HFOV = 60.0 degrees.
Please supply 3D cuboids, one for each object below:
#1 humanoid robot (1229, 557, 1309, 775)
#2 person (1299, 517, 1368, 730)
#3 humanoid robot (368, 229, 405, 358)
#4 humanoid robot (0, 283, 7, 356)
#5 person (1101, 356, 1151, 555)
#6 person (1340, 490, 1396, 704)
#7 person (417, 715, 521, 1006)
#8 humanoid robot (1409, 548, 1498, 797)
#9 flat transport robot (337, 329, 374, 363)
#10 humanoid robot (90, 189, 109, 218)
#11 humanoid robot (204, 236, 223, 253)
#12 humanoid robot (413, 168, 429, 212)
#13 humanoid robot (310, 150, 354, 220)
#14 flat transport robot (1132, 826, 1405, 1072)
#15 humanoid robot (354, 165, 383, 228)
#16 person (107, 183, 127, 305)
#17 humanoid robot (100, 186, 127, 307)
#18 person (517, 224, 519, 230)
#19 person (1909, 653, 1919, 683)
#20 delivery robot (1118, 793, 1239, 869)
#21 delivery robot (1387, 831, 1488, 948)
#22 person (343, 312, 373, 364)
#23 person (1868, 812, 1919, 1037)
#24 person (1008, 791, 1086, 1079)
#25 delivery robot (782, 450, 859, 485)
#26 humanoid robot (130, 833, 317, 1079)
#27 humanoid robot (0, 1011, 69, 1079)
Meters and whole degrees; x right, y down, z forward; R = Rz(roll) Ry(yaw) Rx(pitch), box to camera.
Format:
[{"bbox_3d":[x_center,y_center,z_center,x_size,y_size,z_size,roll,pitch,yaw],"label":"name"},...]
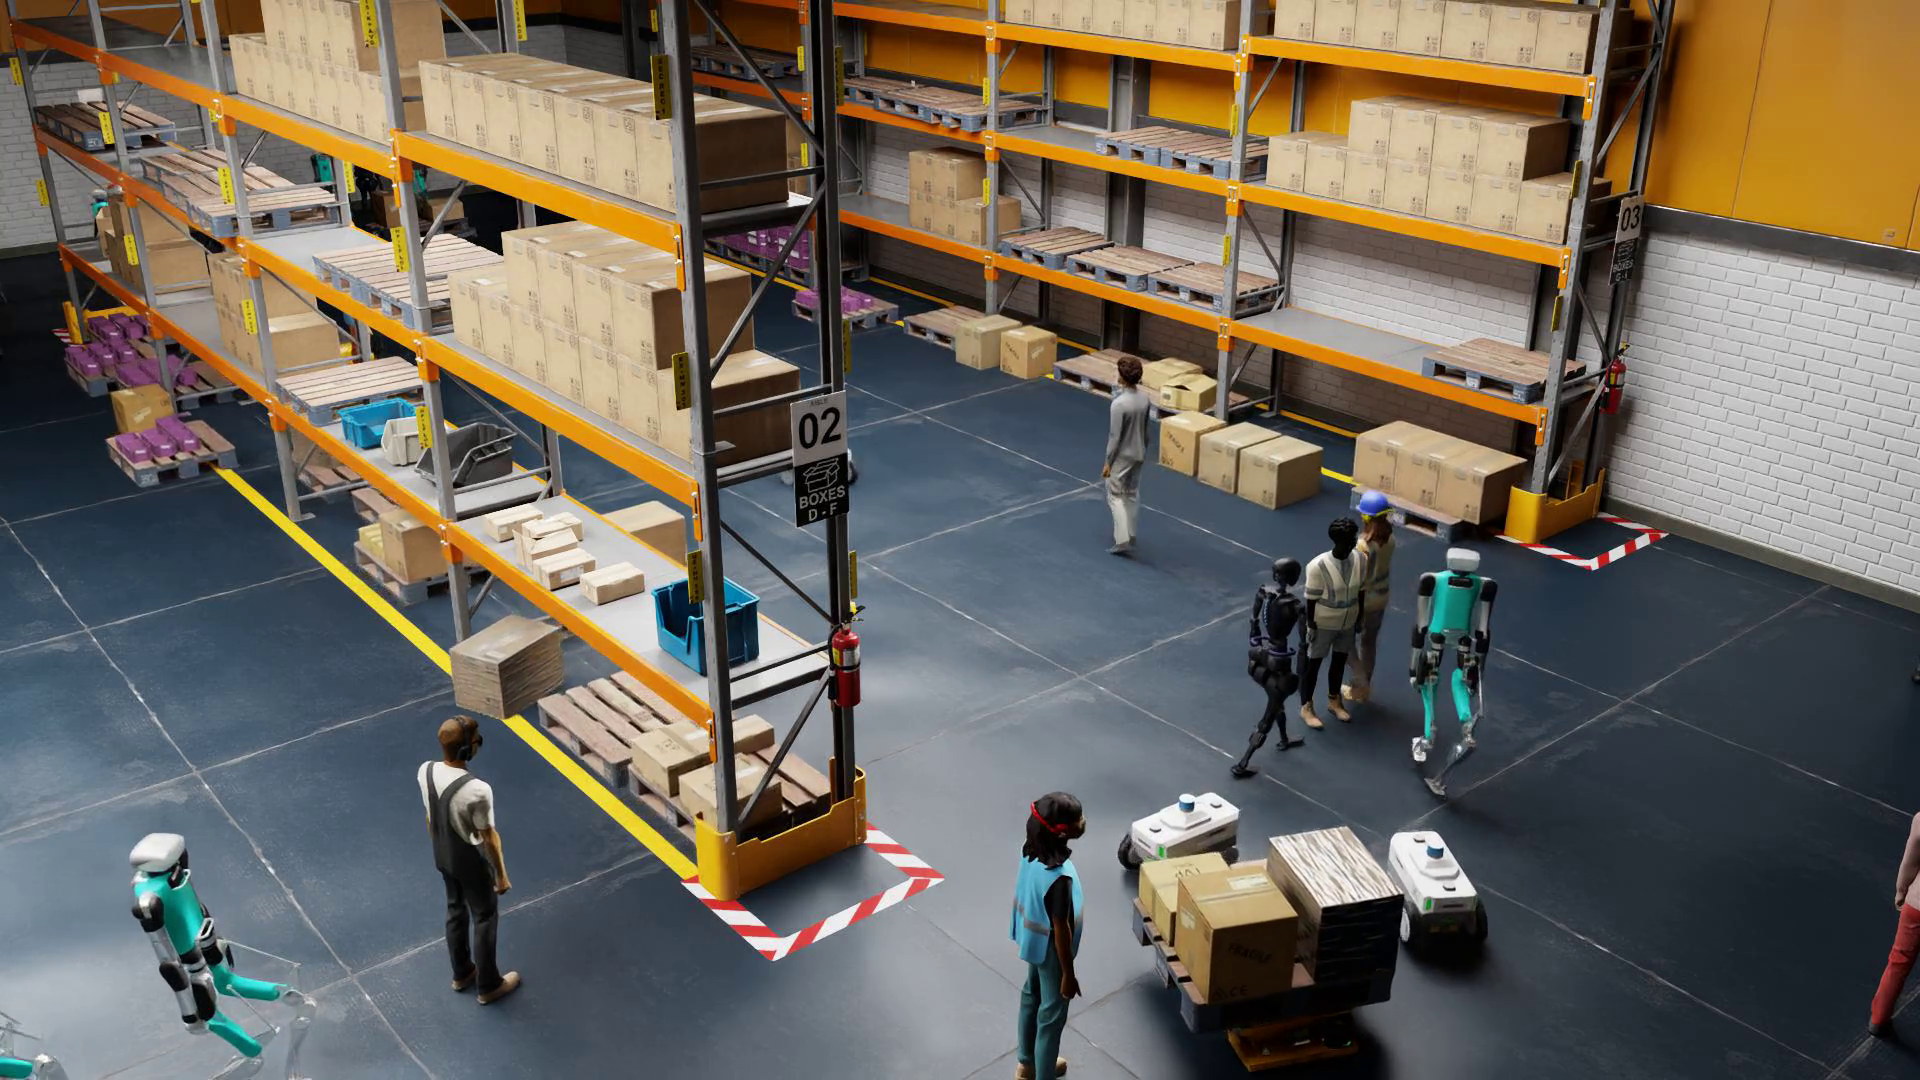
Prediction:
[{"bbox_3d":[2.261,0.880,11.894,0.799,1.620,0.616,-14,27,-29],"label":"humanoid robot"},{"bbox_3d":[2.793,0.607,12.439,0.533,1.693,0.320,-9,25,-21],"label":"person"},{"bbox_3d":[-7.314,-3.128,21.094,0.599,1.657,0.315,2,23,4],"label":"humanoid robot"},{"bbox_3d":[-12.515,-3.131,21.180,0.602,1.644,0.610,-14,27,-29],"label":"humanoid robot"},{"bbox_3d":[1.540,-0.786,15.431,0.553,1.906,0.440,-19,30,-37],"label":"person"},{"bbox_3d":[3.080,0.443,12.725,0.480,1.763,0.384,-17,29,-34],"label":"person"},{"bbox_3d":[-2.787,1.823,9.454,0.527,1.833,0.369,12,26,26],"label":"person"},{"bbox_3d":[3.402,0.987,11.497,0.563,1.732,0.909,2,23,6],"label":"humanoid robot"},{"bbox_3d":[-8.192,-2.498,21.427,0.659,0.231,1.431,-21,31,-39],"label":"flat transport robot"},{"bbox_3d":[-11.501,-3.942,23.019,0.722,1.872,0.540,-16,28,-33],"label":"humanoid robot"},{"bbox_3d":[-10.811,-4.457,24.226,0.741,1.630,0.602,3,24,7],"label":"humanoid robot"},{"bbox_3d":[-9.158,-6.170,28.109,0.532,1.770,0.863,-18,29,-35],"label":"humanoid robot"},{"bbox_3d":[-9.876,-5.477,26.552,0.530,1.784,1.023,3,24,8],"label":"humanoid robot"},{"bbox_3d":[1.721,2.540,9.761,0.659,0.231,1.431,-6,24,-13],"label":"flat transport robot"},{"bbox_3d":[-9.965,-6.082,27.932,0.599,1.659,0.315,15,27,30],"label":"humanoid robot"},{"bbox_3d":[-11.687,-4.150,23.397,0.518,1.733,0.582,2,23,4],"label":"person"},{"bbox_3d":[-11.703,-3.973,22.955,0.729,1.761,0.533,-8,25,-18],"label":"humanoid robot"},{"bbox_3d":[-5.237,-2.963,20.441,0.413,1.907,0.649,17,28,34],"label":"person"},{"bbox_3d":[7.809,0.261,12.956,0.547,1.926,0.379,15,27,30],"label":"person"},{"bbox_3d":[1.435,1.946,10.794,0.788,0.610,0.499,-15,27,-31],"label":"delivery robot"},{"bbox_3d":[2.925,2.135,10.330,0.499,0.587,0.777,-2,23,-5],"label":"delivery robot"},{"bbox_3d":[-7.169,-2.634,19.868,0.345,1.759,0.497,-17,29,-34],"label":"person"},{"bbox_3d":[5.381,2.020,9.092,0.347,1.759,0.520,-18,29,-36],"label":"person"},{"bbox_3d":[0.459,2.138,8.676,0.370,1.865,0.540,-7,24,-16],"label":"person"},{"bbox_3d":[-1.464,-0.802,17.129,0.773,0.586,0.499,14,27,30],"label":"delivery robot"},{"bbox_3d":[-3.744,2.263,8.550,1.001,1.729,0.541,-3,24,-7],"label":"humanoid robot"},{"bbox_3d":[-4.802,2.381,8.316,0.942,1.790,0.557,-18,29,-36],"label":"humanoid robot"}]
